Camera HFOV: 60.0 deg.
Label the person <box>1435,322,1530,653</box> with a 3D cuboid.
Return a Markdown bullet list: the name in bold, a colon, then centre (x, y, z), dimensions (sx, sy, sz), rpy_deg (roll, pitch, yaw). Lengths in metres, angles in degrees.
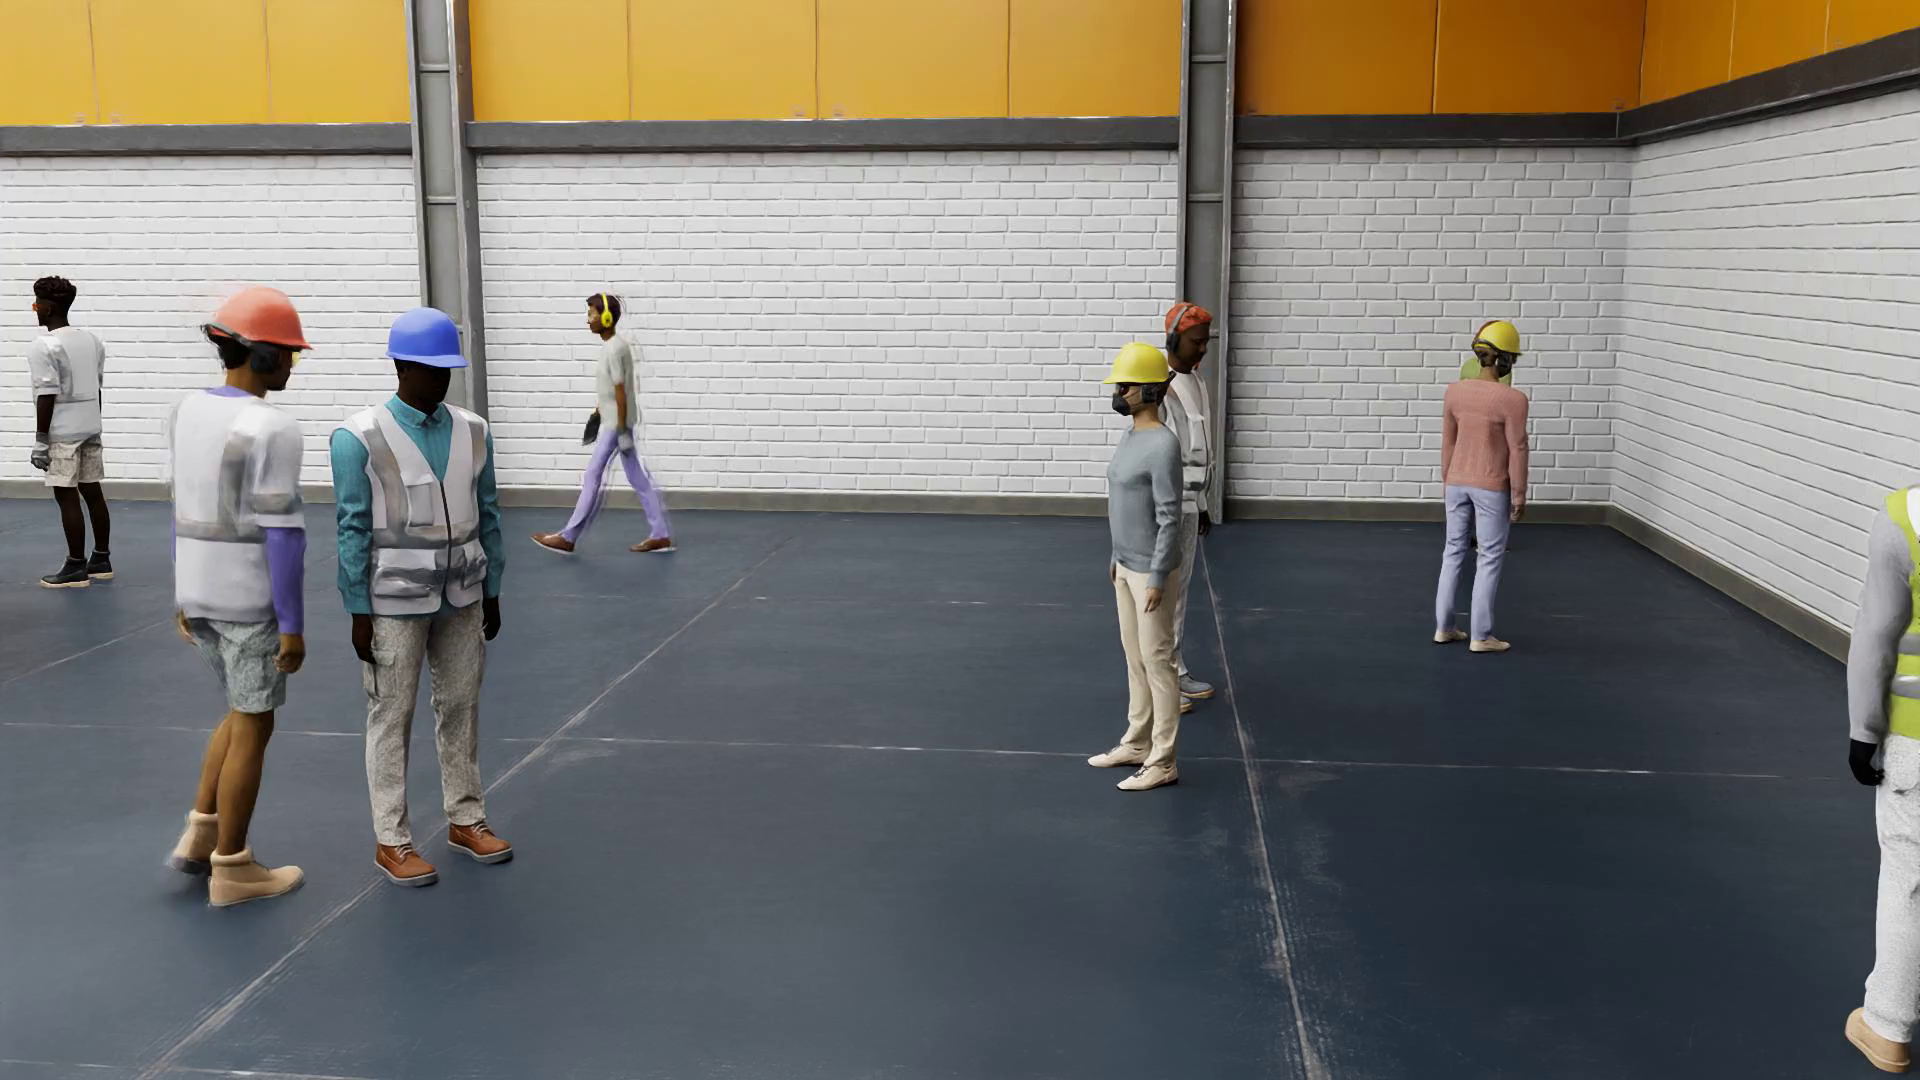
- **person**: centre (2.777, -0.273, 8.805), dimensions (0.339, 1.756, 0.532), rpy_deg (-7, 12, -36)

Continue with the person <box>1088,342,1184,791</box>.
- **person**: centre (0.709, 0.106, 6.589), dimensions (0.317, 1.769, 0.522), rpy_deg (-2, 10, -13)

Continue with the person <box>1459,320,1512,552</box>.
- **person**: centre (3.714, -0.731, 11.762), dimensions (0.268, 1.632, 0.507), rpy_deg (-4, 11, -22)

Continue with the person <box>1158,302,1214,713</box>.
- **person**: centre (1.005, -0.155, 7.743), dimensions (0.354, 1.887, 0.573), rpy_deg (6, 12, 30)

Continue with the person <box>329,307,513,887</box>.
- **person**: centre (-1.802, 0.189, 5.629), dimensions (0.416, 1.939, 0.605), rpy_deg (8, 13, 40)

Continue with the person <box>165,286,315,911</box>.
- **person**: centre (-2.322, 0.190, 5.440), dimensions (0.638, 2.011, 0.527), rpy_deg (7, 12, 34)

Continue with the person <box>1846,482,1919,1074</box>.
- **person**: centre (2.594, 0.483, 4.253), dimensions (0.629, 1.837, 0.429), rpy_deg (2, 10, 13)

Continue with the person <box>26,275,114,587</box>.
- **person**: centre (-5.652, -0.683, 10.536), dimensions (0.367, 1.966, 0.607), rpy_deg (1, 10, 7)

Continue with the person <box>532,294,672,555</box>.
- **person**: centre (-2.488, -0.791, 11.585), dimensions (0.970, 1.821, 0.514), rpy_deg (-1, 10, -5)
